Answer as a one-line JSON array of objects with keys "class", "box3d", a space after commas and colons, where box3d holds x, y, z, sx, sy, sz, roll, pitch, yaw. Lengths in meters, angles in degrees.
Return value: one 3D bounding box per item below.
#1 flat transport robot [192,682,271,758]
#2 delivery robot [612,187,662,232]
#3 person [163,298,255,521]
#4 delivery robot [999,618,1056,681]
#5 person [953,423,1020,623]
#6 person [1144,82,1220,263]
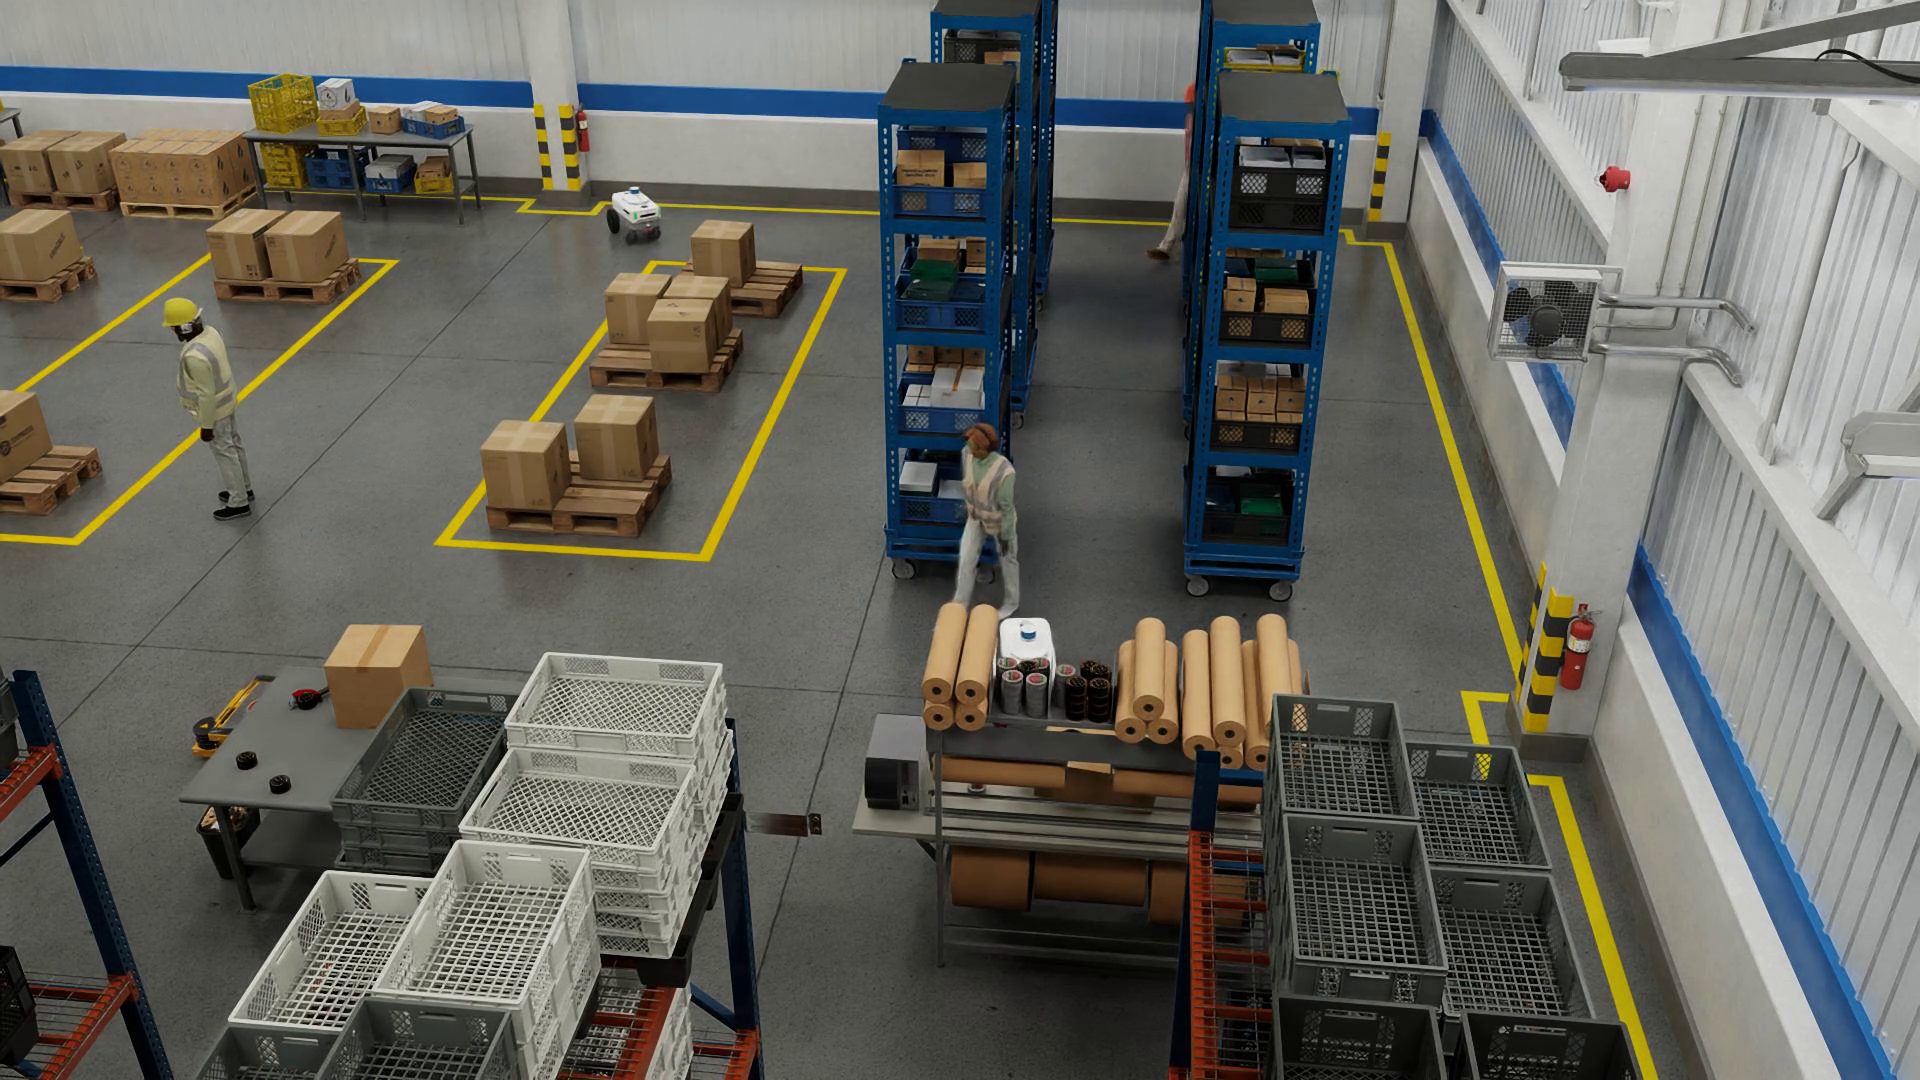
[{"class": "flat transport robot", "box3d": [-4.089, 1.163, 10.648, 1.431, 0.197, 0.652, 3, 30, 6]}, {"class": "delivery robot", "box3d": [-3.631, -3.718, 18.663, 0.477, 0.478, 0.707, -17, 34, -27]}, {"class": "person", "box3d": [-5.803, -1.027, 12.878, 0.404, 1.823, 0.586, -5, 31, -9]}, {"class": "delivery robot", "box3d": [0.444, 0.782, 10.933, 0.477, 0.478, 0.707, -1, 30, -2]}, {"class": "person", "box3d": [0.177, -0.101, 11.491, 0.524, 1.609, 0.589, 24, 38, 35]}, {"class": "person", "box3d": [2.455, -3.856, 17.613, 0.965, 1.944, 0.619, -18, 35, -27]}]
